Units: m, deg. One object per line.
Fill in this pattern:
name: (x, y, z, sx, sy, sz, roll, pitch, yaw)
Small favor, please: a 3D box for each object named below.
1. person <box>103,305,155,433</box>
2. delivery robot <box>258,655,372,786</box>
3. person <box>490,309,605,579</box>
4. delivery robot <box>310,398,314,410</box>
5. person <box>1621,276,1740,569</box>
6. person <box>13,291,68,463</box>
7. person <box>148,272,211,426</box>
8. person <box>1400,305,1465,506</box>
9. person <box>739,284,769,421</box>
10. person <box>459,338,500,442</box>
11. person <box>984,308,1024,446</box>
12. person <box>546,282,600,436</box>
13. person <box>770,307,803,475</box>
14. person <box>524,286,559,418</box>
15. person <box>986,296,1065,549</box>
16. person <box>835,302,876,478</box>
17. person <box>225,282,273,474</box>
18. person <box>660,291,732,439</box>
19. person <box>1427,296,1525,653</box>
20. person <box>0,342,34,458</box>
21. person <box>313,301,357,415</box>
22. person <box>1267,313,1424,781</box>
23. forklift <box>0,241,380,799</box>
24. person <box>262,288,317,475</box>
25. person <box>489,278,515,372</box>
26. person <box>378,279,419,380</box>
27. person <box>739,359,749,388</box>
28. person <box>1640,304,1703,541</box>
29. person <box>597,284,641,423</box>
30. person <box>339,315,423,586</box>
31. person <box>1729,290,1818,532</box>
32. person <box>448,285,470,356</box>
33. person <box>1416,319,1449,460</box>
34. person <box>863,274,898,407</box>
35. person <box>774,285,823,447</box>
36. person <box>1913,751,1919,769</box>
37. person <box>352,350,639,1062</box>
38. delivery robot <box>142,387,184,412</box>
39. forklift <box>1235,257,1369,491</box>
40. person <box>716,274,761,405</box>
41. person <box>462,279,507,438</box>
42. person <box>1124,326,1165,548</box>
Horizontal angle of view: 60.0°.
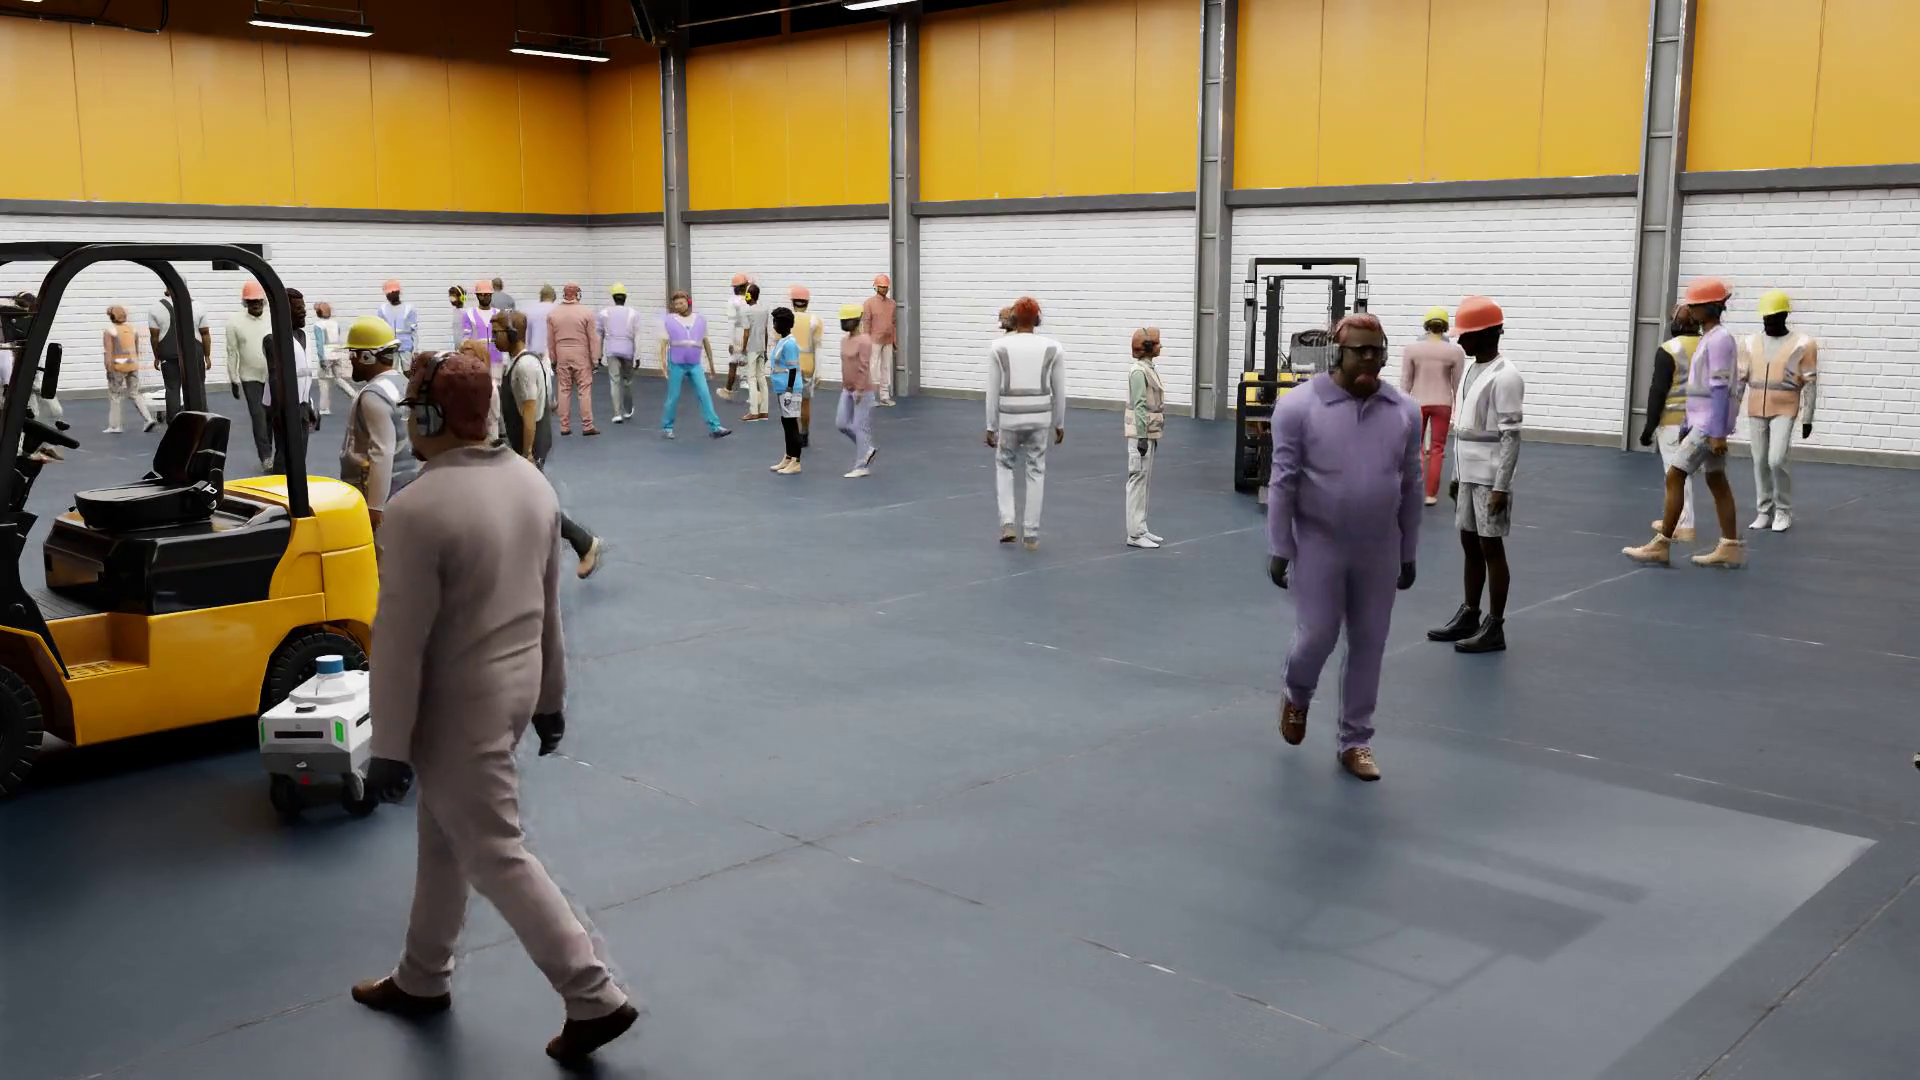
person: (-10.515, -2.144, 20.955, 0.566, 1.626, 0.538, 4, 10, 22)
delivery robot: (-2.453, 0.695, 6.508, 0.477, 0.478, 0.707, 0, 9, 0)
person: (-2.760, -0.595, 10.828, 0.705, 1.822, 0.520, -4, 10, -22)
delivery robot: (-8.403, -1.671, 21.013, 0.477, 0.478, 0.707, -2, 9, -11)
person: (5.020, -0.800, 11.494, 0.897, 2.007, 0.648, 4, 10, 23)
person: (-9.776, -1.704, 17.600, 0.505, 1.835, 0.547, 1, 9, 7)
person: (-9.675, -2.311, 20.684, 0.688, 2.000, 0.536, -3, 10, -20)
person: (4.127, -1.172, 14.554, 0.554, 1.750, 0.372, 3, 10, 21)
person: (-2.821, -2.561, 22.745, 0.328, 1.870, 0.510, 6, 11, 34)
person: (-3.310, -0.581, 11.422, 0.441, 1.612, 0.573, -6, 11, -34)
person: (0.495, -1.891, 19.375, 0.581, 1.610, 0.532, -2, 10, -14)
person: (-4.792, -2.247, 20.705, 0.653, 1.904, 0.405, 1, 9, 9)
person: (-1.753, -1.502, 16.788, 0.319, 1.693, 0.532, -3, 10, -17)
person: (-5.804, -2.639, 23.389, 0.642, 1.830, 1.183, 1, 9, 8)
person: (0.485, -0.871, 12.374, 0.594, 1.872, 0.476, 0, 9, -2)
person: (-1.019, -1.483, 16.512, 0.447, 1.747, 0.520, -8, 12, -39)
person: (-7.144, -1.667, 17.043, 0.625, 1.939, 1.027, -6, 11, -34)
person: (-3.298, -2.109, 20.197, 0.732, 1.798, 0.794, -5, 11, -29)
person: (2.803, -0.350, 9.008, 0.385, 1.927, 0.545, -1, 9, -9)
person: (-10.083, -1.651, 17.390, 0.658, 1.796, 0.844, 2, 10, 14)
person: (-8.844, -2.562, 23.491, 0.646, 1.617, 0.520, 4, 10, 23)
person: (1.587, 0.016, 6.848, 0.663, 1.894, 0.514, -1, 9, -6)
forklift: (-3.706, -0.171, 7.093, 1.214, 2.155, 2.313, 9, 13, 43)
person: (-5.409, -1.071, 13.455, 0.399, 1.920, 0.590, 1, 9, 4)
person: (-8.391, -3.793, 30.172, 0.654, 1.901, 0.836, -6, 11, -33)
person: (-7.926, -2.700, 23.495, 0.562, 1.923, 0.435, 0, 9, 0)
person: (-3.651, -3.506, 28.927, 0.321, 1.741, 0.489, 3, 10, 20)
person: (5.562, -0.916, 12.837, 0.634, 1.838, 0.547, -4, 10, -23)
person: (-4.626, -2.531, 22.602, 0.610, 1.860, 1.019, -1, 9, -6)
person: (-3.012, -0.250, 8.681, 0.404, 1.830, 0.599, -1, 9, -5)
person: (6.404, -1.006, 13.128, 0.518, 1.897, 0.595, -7, 12, -38)
person: (-7.048, -2.665, 23.463, 0.418, 1.839, 0.603, -8, 12, -41)
person: (5.154, -1.697, 18.158, 0.507, 1.632, 0.275, -6, 11, -34)
person: (-1.181, -2.999, 25.036, 0.618, 1.993, 0.396, -8, 12, -40)
person: (-1.844, -1.952, 18.968, 0.587, 1.897, 0.976, -1, 9, -7)
person: (4.273, 0.037, 6.637, 0.795, 1.923, 0.643, -3, 10, -20)
person: (-1.256, 0.435, 4.383, 0.959, 1.871, 0.653, 3, 10, 17)
delivery robot: (-10.533, -1.874, 22.261, 0.707, 0.478, 0.477, -2, 9, -9)
forklift: (3.309, -1.629, 16.029, 1.214, 2.155, 2.313, 2, 9, 11)
person: (-3.375, -3.076, 25.519, 0.635, 1.987, 1.022, -8, 12, -42)
person: (-5.793, -2.208, 20.349, 0.545, 1.943, 0.347, -5, 10, -28)
person: (1.377, -0.767, 12.429, 0.307, 1.645, 0.517, 2, 10, 13)
